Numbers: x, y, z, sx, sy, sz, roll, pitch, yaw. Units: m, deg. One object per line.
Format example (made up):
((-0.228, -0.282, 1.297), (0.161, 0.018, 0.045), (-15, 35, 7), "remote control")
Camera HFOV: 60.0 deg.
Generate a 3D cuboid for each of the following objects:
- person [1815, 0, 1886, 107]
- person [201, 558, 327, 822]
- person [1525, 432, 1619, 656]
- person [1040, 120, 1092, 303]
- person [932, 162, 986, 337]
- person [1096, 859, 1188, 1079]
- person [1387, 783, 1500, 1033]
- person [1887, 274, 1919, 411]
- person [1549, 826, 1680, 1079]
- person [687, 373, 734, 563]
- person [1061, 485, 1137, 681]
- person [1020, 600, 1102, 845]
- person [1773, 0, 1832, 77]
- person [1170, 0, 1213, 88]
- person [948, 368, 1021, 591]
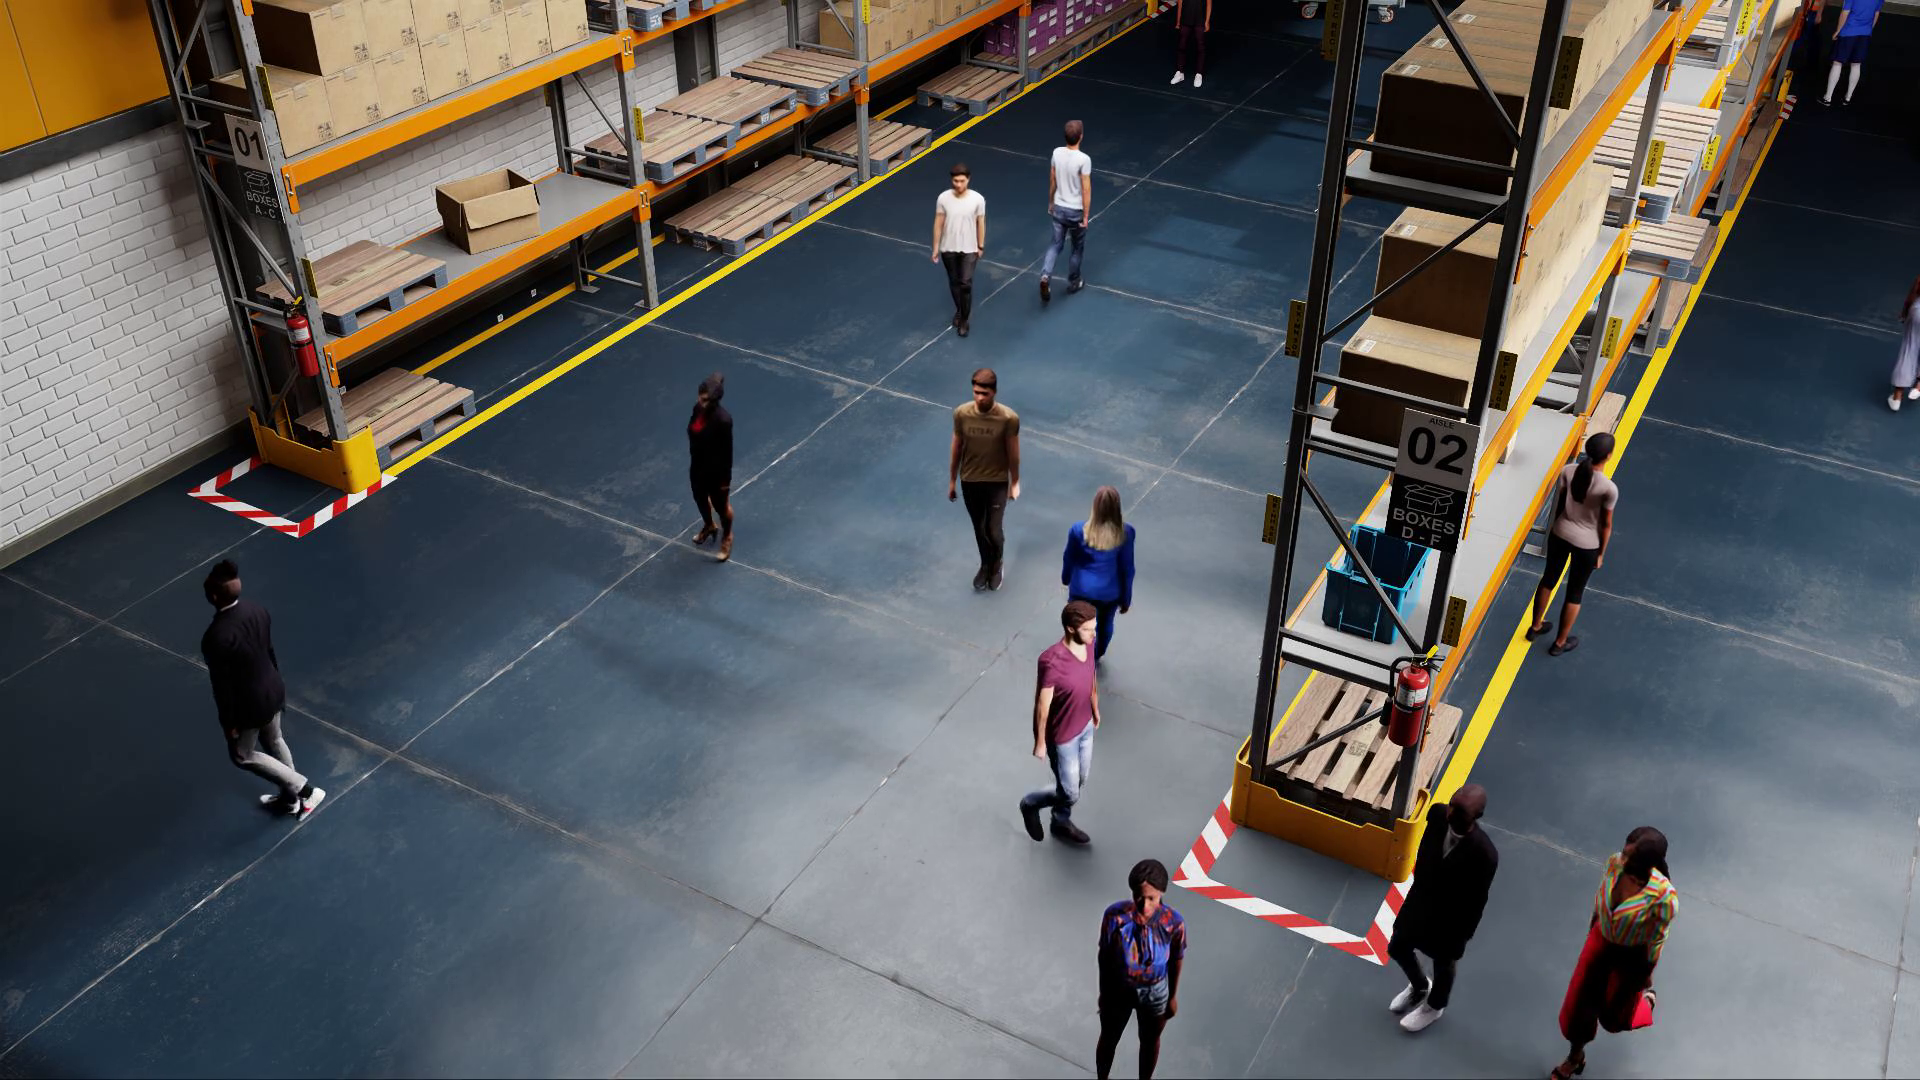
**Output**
((11.614, -6.577, 21.596), (0.757, 1.839, 0.750), (1, 34, 1), "person")
((-4.240, 0.966, 10.157), (0.899, 1.939, 0.856), (8, 34, 11), "person")
((4.338, 0.016, 11.763), (0.642, 1.744, 0.657), (-25, 41, -33), "person")
((1.046, -3.212, 16.623), (0.623, 1.739, 1.014), (19, 38, 26), "person")
((0.018, -2.896, 16.182), (0.729, 1.702, 0.833), (9, 35, 13), "person")
((0.891, 2.273, 8.370), (0.660, 1.741, 0.653), (2, 34, 4), "person")
((2.648, 1.934, 8.870), (0.791, 1.752, 0.779), (-18, 38, -25), "person")
((8.570, -1.904, 14.710), (0.609, 1.679, 0.726), (14, 36, 21), "person")
((3.436, 2.129, 8.556), (1.041, 1.775, 0.844), (-17, 37, -23), "person")
((-1.896, -0.535, 12.709), (0.688, 1.614, 0.745), (-19, 38, -26), "person")
((0.925, 0.450, 11.183), (1.002, 1.664, 1.167), (-2, 34, -3), "person")
((0.576, 1.084, 10.075), (0.789, 1.834, 0.650), (23, 40, 30), "person")
((11.607, -7.168, 22.479), (1.050, 1.846, 1.130), (5, 34, 8), "person")
((3.141, -7.021, 22.314), (0.649, 1.784, 0.599), (14, 36, 19), "person")
((0.218, -0.493, 12.441), (0.711, 1.840, 0.675), (11, 35, 16), "person")
